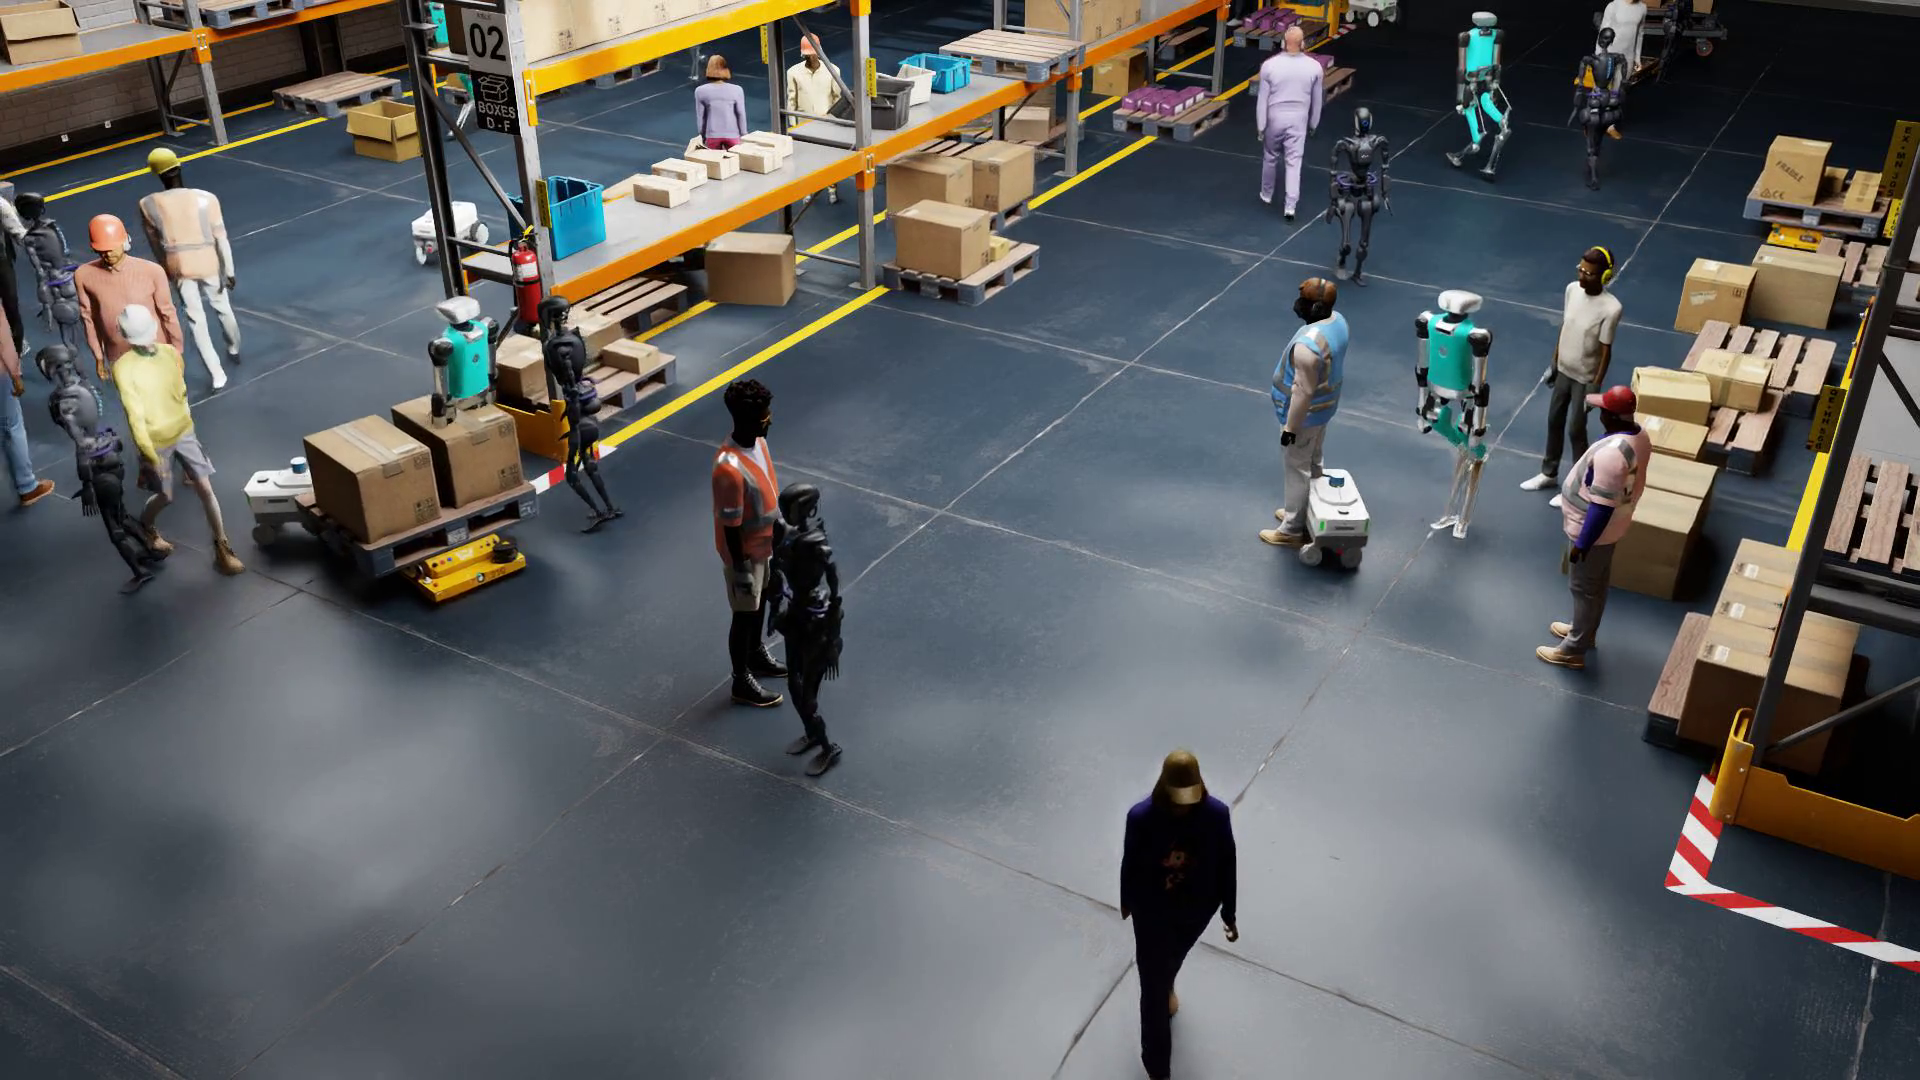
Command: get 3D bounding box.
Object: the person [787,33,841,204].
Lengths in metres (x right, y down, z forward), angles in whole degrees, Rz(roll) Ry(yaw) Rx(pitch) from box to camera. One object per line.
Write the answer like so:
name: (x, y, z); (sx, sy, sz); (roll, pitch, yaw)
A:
person: (-1.484, -4.319, 17.085); (0.566, 1.745, 0.338); (-1, 30, -2)

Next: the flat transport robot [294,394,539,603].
flat transport robot: (-3.546, -0.033, 10.999); (0.659, 0.231, 1.431); (-26, 38, -38)

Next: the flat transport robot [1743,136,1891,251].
flat transport robot: (8.496, -3.164, 16.538); (0.659, 0.231, 1.431); (17, 34, 27)

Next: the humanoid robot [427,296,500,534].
humanoid robot: (-3.334, -0.786, 10.843); (0.815, 1.765, 0.531); (18, 34, 29)

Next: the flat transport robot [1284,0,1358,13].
flat transport robot: (5.595, -8.368, 25.744); (1.431, 0.231, 0.659); (21, 36, 32)

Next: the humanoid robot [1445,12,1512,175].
humanoid robot: (5.627, -4.697, 17.781); (0.538, 1.738, 1.027); (-9, 31, -15)

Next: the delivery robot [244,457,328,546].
delivery robot: (-4.340, -0.260, 11.129); (0.803, 0.613, 0.499); (-2, 30, -3)

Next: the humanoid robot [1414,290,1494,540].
humanoid robot: (3.318, -0.835, 10.946); (0.775, 1.807, 0.554); (-22, 36, -34)

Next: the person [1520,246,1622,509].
person: (4.182, -1.112, 11.297); (0.326, 1.860, 0.507); (-11, 31, -18)

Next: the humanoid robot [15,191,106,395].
humanoid robot: (-6.871, -1.910, 12.895); (0.457, 1.647, 0.615); (-2, 30, -3)

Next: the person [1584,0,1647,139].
person: (7.571, -5.566, 19.138); (0.571, 1.897, 0.361); (-4, 30, -7)

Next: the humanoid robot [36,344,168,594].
humanoid robot: (-5.320, -0.465, 10.338); (0.391, 1.649, 0.619); (-10, 31, -17)

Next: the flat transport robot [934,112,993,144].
flat transport robot: (0.126, -4.766, 19.372); (1.431, 0.231, 0.659); (-8, 30, -13)

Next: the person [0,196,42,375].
person: (-7.819, -2.159, 13.282); (0.762, 1.718, 0.887); (-4, 30, -6)

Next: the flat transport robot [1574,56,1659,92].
flat transport robot: (8.641, -6.145, 21.811); (0.659, 0.231, 1.431); (21, 36, 32)

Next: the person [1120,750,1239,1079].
person: (0.898, 1.520, 6.915); (0.452, 1.575, 0.838); (-4, 30, -8)

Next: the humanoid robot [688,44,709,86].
humanoid robot: (-3.352, -6.694, 21.335); (0.535, 1.775, 0.997); (18, 34, 28)

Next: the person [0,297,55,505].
person: (-6.656, -1.109, 11.188); (0.664, 1.969, 0.539); (-3, 30, -6)

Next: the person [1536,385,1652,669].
person: (3.650, -0.080, 9.576); (0.420, 1.750, 0.627); (19, 34, 29)

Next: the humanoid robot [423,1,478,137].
humanoid robot: (-5.755, -5.588, 19.375); (0.544, 1.749, 1.036); (13, 32, 22)

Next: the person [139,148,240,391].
person: (-6.074, -2.180, 13.178); (0.576, 1.866, 0.978); (-14, 32, -23)

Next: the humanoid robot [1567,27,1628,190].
humanoid robot: (6.784, -4.591, 17.657); (0.591, 1.633, 0.630); (-4, 30, -7)

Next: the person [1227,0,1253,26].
person: (4.146, -8.485, 24.369); (0.408, 1.834, 0.702); (14, 32, 23)

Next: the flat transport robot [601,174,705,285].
flat transport robot: (-3.038, -2.528, 15.414); (0.659, 0.231, 1.431); (-8, 31, -15)

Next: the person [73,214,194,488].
person: (-5.685, -1.297, 11.496); (0.611, 1.987, 0.402); (-6, 30, -10)

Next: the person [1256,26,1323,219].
person: (3.311, -4.216, 16.788); (0.658, 1.859, 0.983); (2, 30, 3)

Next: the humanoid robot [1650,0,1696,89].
humanoid robot: (9.198, -6.648, 21.262); (0.315, 1.653, 0.599); (25, 38, 37)

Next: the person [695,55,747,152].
person: (-2.381, -4.031, 16.691); (0.498, 1.629, 0.288); (2, 30, 3)

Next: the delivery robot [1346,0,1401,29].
delivery robot: (6.118, -7.928, 24.664); (0.499, 0.583, 0.774); (-21, 36, -33)

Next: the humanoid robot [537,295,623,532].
humanoid robot: (-2.519, -0.845, 11.024); (0.381, 1.649, 0.585); (-9, 31, -15)

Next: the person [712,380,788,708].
person: (-1.158, 0.017, 9.197); (0.366, 1.962, 0.607); (4, 30, 8)

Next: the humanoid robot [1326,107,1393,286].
humanoid robot: (3.596, -3.083, 14.966); (0.616, 1.646, 0.361); (-4, 30, -6)

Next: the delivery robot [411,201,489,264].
delivery robot: (-4.914, -2.985, 15.939); (0.499, 0.601, 0.783); (8, 30, 13)

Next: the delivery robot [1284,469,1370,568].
delivery robot: (2.454, -0.181, 10.982); (0.499, 0.605, 0.777); (0, 29, 0)

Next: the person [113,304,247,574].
person: (-5.059, -0.660, 10.509); (0.817, 1.852, 0.473); (19, 35, 30)

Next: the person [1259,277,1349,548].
person: (2.232, -0.834, 10.816); (0.429, 1.845, 0.632); (16, 33, 26)

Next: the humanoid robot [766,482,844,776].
humanoid robot: (-0.826, 0.447, 8.711); (0.365, 1.650, 0.612); (-24, 37, -35)
